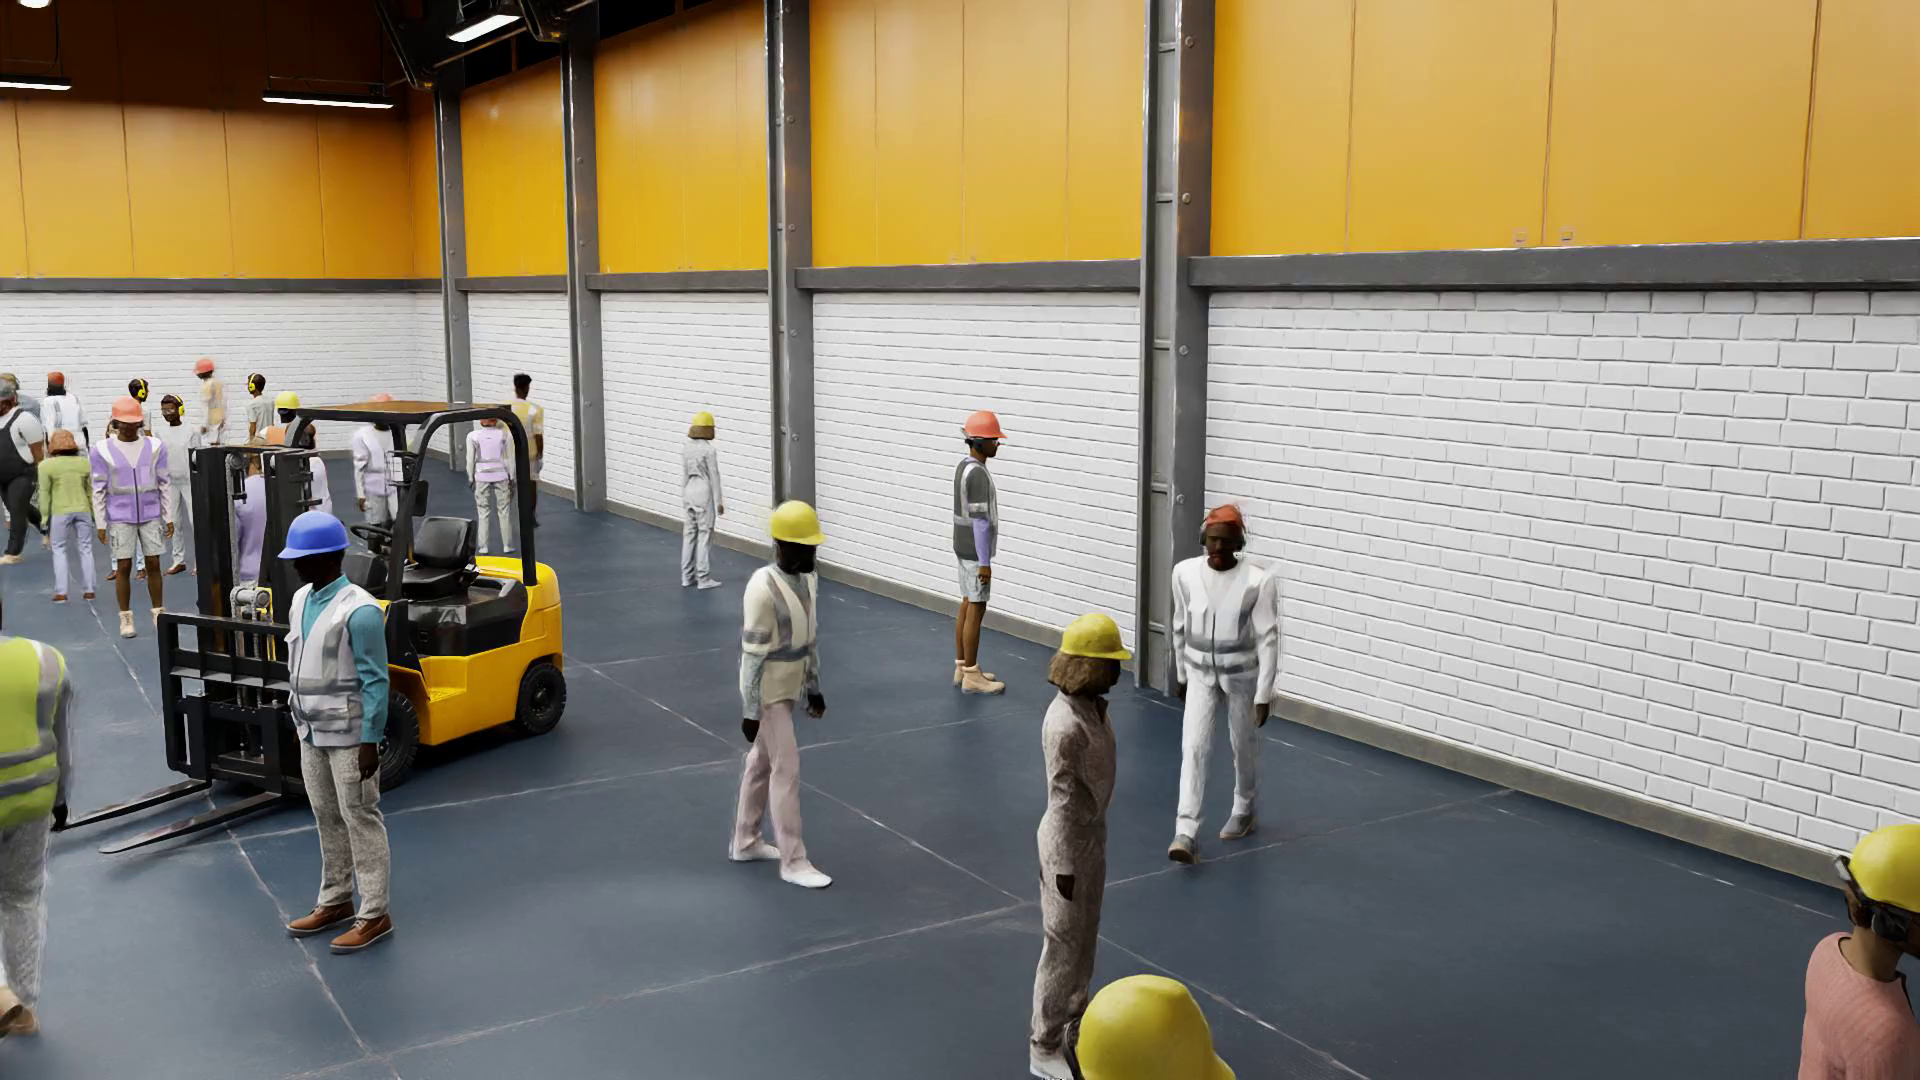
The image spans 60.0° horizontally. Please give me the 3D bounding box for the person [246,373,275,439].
[{"bbox_3d":[-8.920,-1.189,21.192,0.328,1.872,0.513,2,9,12],"label":"person"}]

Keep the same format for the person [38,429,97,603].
[{"bbox_3d":[-8.337,-0.226,15.575,0.362,1.612,0.509,8,11,42],"label":"person"}]

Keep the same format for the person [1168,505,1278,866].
[{"bbox_3d":[1.319,0.723,8.439,0.592,1.815,1.048,4,9,26],"label":"person"}]

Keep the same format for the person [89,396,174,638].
[{"bbox_3d":[-6.911,-0.190,13.931,0.611,2.032,0.411,-7,11,-38],"label":"person"}]

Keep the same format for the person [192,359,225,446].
[{"bbox_3d":[-11.423,-1.821,25.380,0.405,1.890,0.635,-1,9,-10],"label":"person"}]

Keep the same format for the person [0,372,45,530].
[{"bbox_3d":[-11.516,-1.079,20.266,0.637,1.930,0.372,-5,10,-31],"label":"person"}]

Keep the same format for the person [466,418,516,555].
[{"bbox_3d":[-5.165,-0.650,18.341,0.523,1.636,0.310,-2,9,-16],"label":"person"}]

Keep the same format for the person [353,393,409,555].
[{"bbox_3d":[-5.594,-0.469,16.206,0.560,1.901,0.854,-5,10,-31],"label":"person"}]

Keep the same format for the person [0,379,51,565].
[{"bbox_3d":[-10.105,-0.797,17.974,0.707,2.000,0.941,3,9,22],"label":"person"}]

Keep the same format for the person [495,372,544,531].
[{"bbox_3d":[-5.289,-1.043,19.950,0.613,1.946,0.785,0,8,-1],"label":"person"}]

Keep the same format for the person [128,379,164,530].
[{"bbox_3d":[-9.896,-1.015,20.079,0.524,1.857,0.341,4,9,23],"label":"person"}]

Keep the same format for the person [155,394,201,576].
[{"bbox_3d":[-7.963,-0.559,16.990,0.512,1.861,0.325,1,8,4],"label":"person"}]

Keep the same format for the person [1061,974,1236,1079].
[{"bbox_3d":[0.290,1.585,2.845,0.331,1.767,0.527,3,9,17],"label":"person"}]

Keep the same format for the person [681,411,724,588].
[{"bbox_3d":[-2.516,-0.396,16.307,0.500,1.729,0.363,8,12,43],"label":"person"}]

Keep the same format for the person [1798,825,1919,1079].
[{"bbox_3d":[1.993,1.470,3.674,0.342,1.754,0.531,2,9,15],"label":"person"}]

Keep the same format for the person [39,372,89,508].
[{"bbox_3d":[-11.981,-1.321,22.222,0.767,1.871,0.580,3,9,22],"label":"person"}]

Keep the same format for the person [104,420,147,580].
[{"bbox_3d":[-8.403,-0.406,16.706,0.502,1.633,0.279,0,8,-1],"label":"person"}]

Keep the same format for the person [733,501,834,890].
[{"bbox_3d":[-0.883,0.741,8.176,0.653,1.891,0.600,2,9,16],"label":"person"}]

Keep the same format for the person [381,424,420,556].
[{"bbox_3d":[-6.095,-0.609,17.981,0.565,1.657,0.391,2,9,13],"label":"person"}]

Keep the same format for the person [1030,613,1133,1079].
[{"bbox_3d":[0.451,1.121,6.082,0.333,1.738,0.490,3,9,21],"label":"person"}]

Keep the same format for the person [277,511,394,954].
[{"bbox_3d":[-2.752,0.832,7.310,0.617,1.943,0.402,7,11,38],"label":"person"}]

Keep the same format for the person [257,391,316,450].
[{"bbox_3d":[-6.559,-0.494,16.309,0.587,1.928,0.381,0,8,1],"label":"person"}]

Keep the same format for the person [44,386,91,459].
[{"bbox_3d":[-11.870,-1.237,22.189,0.378,1.673,0.588,7,11,40],"label":"person"}]

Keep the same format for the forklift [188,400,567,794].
[{"bbox_3d":[-3.529,0.258,10.348,1.214,2.155,2.313,4,9,25],"label":"forklift"}]

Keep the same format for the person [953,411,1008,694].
[{"bbox_3d":[0.150,0.085,12.024,0.390,2.041,0.610,-1,9,-10],"label":"person"}]

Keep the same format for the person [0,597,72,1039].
[{"bbox_3d":[-3.683,1.037,6.341,0.508,1.824,0.632,7,11,39],"label":"person"}]
